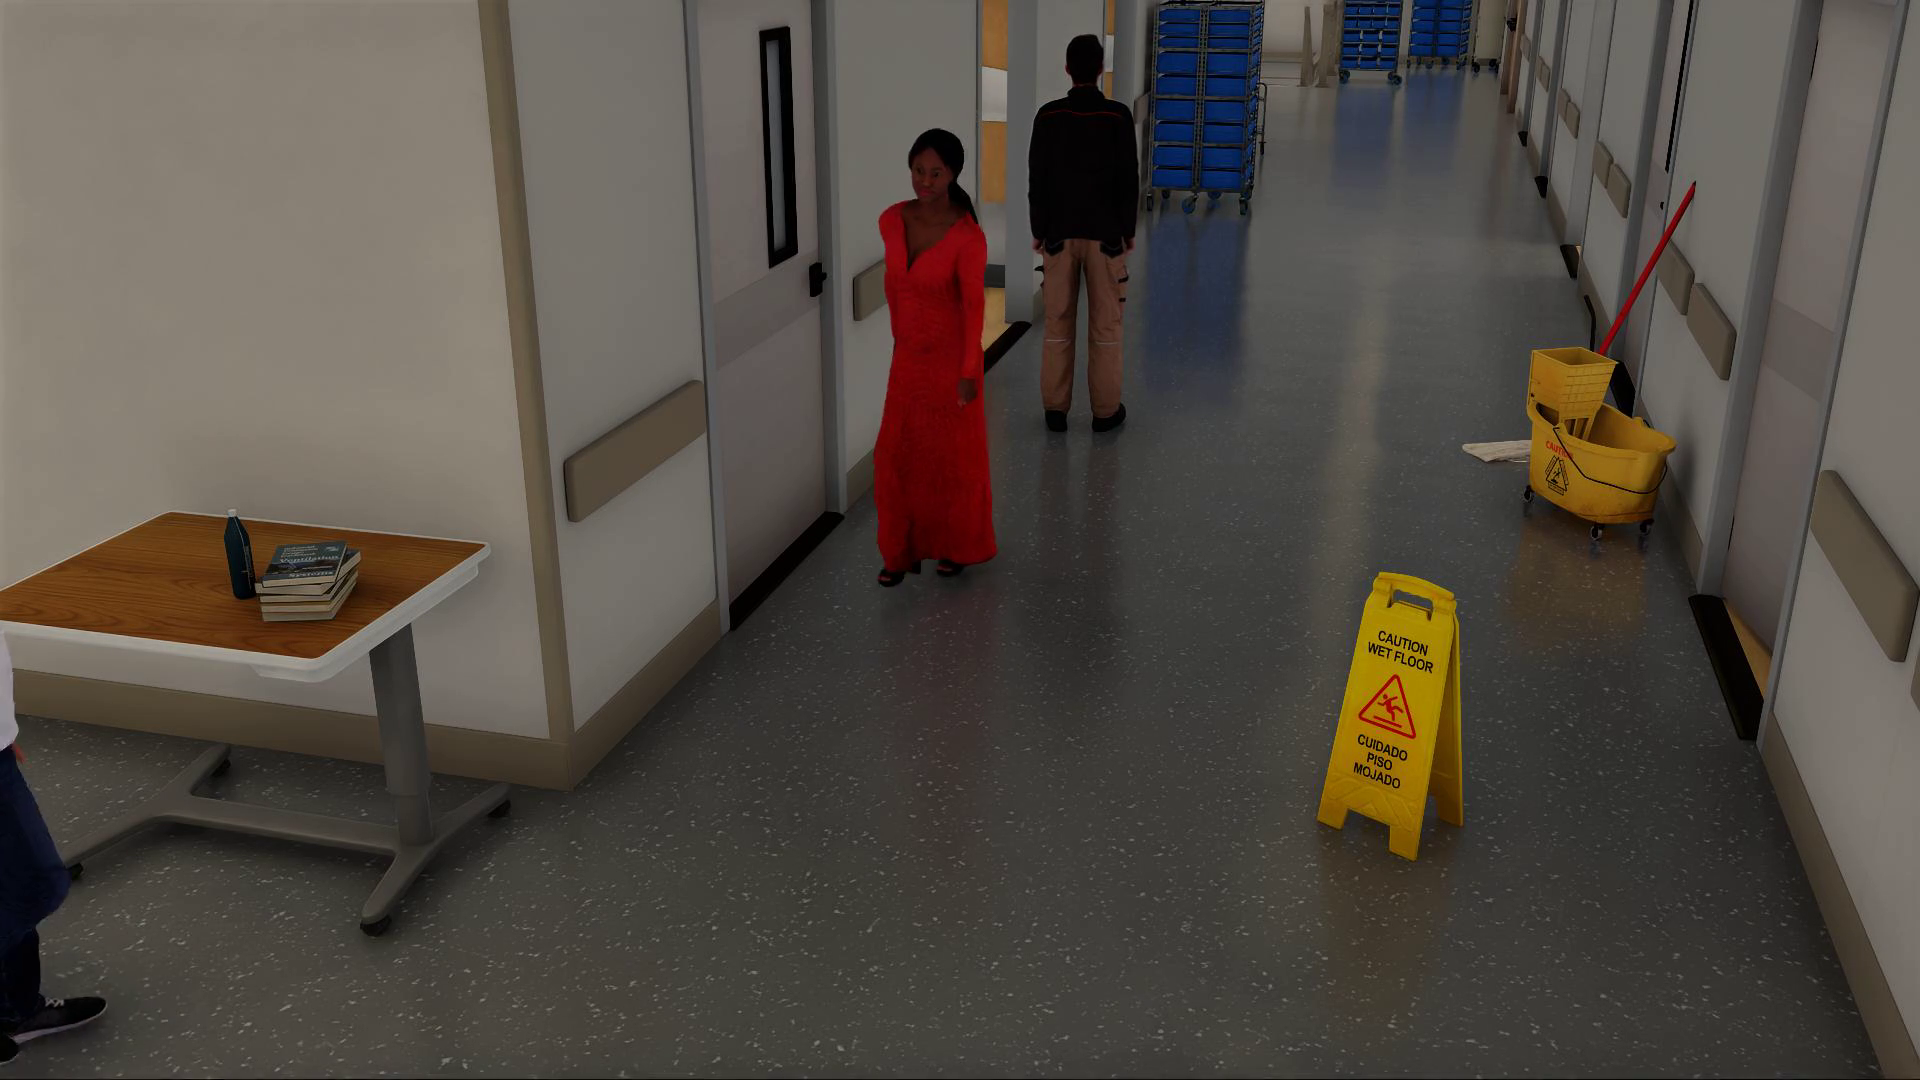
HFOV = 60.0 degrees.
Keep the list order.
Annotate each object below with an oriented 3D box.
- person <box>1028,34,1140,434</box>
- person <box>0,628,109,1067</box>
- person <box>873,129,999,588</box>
[{"bbox_3d":[0.602,-1.483,8.152,0.714,1.926,0.629,3,21,8],"label":"person"},{"bbox_3d":[-2.219,0.468,3.540,0.748,1.545,0.691,-9,22,-22],"label":"person"},{"bbox_3d":[-0.049,-0.653,6.223,0.747,1.741,0.902,13,24,31],"label":"person"}]
